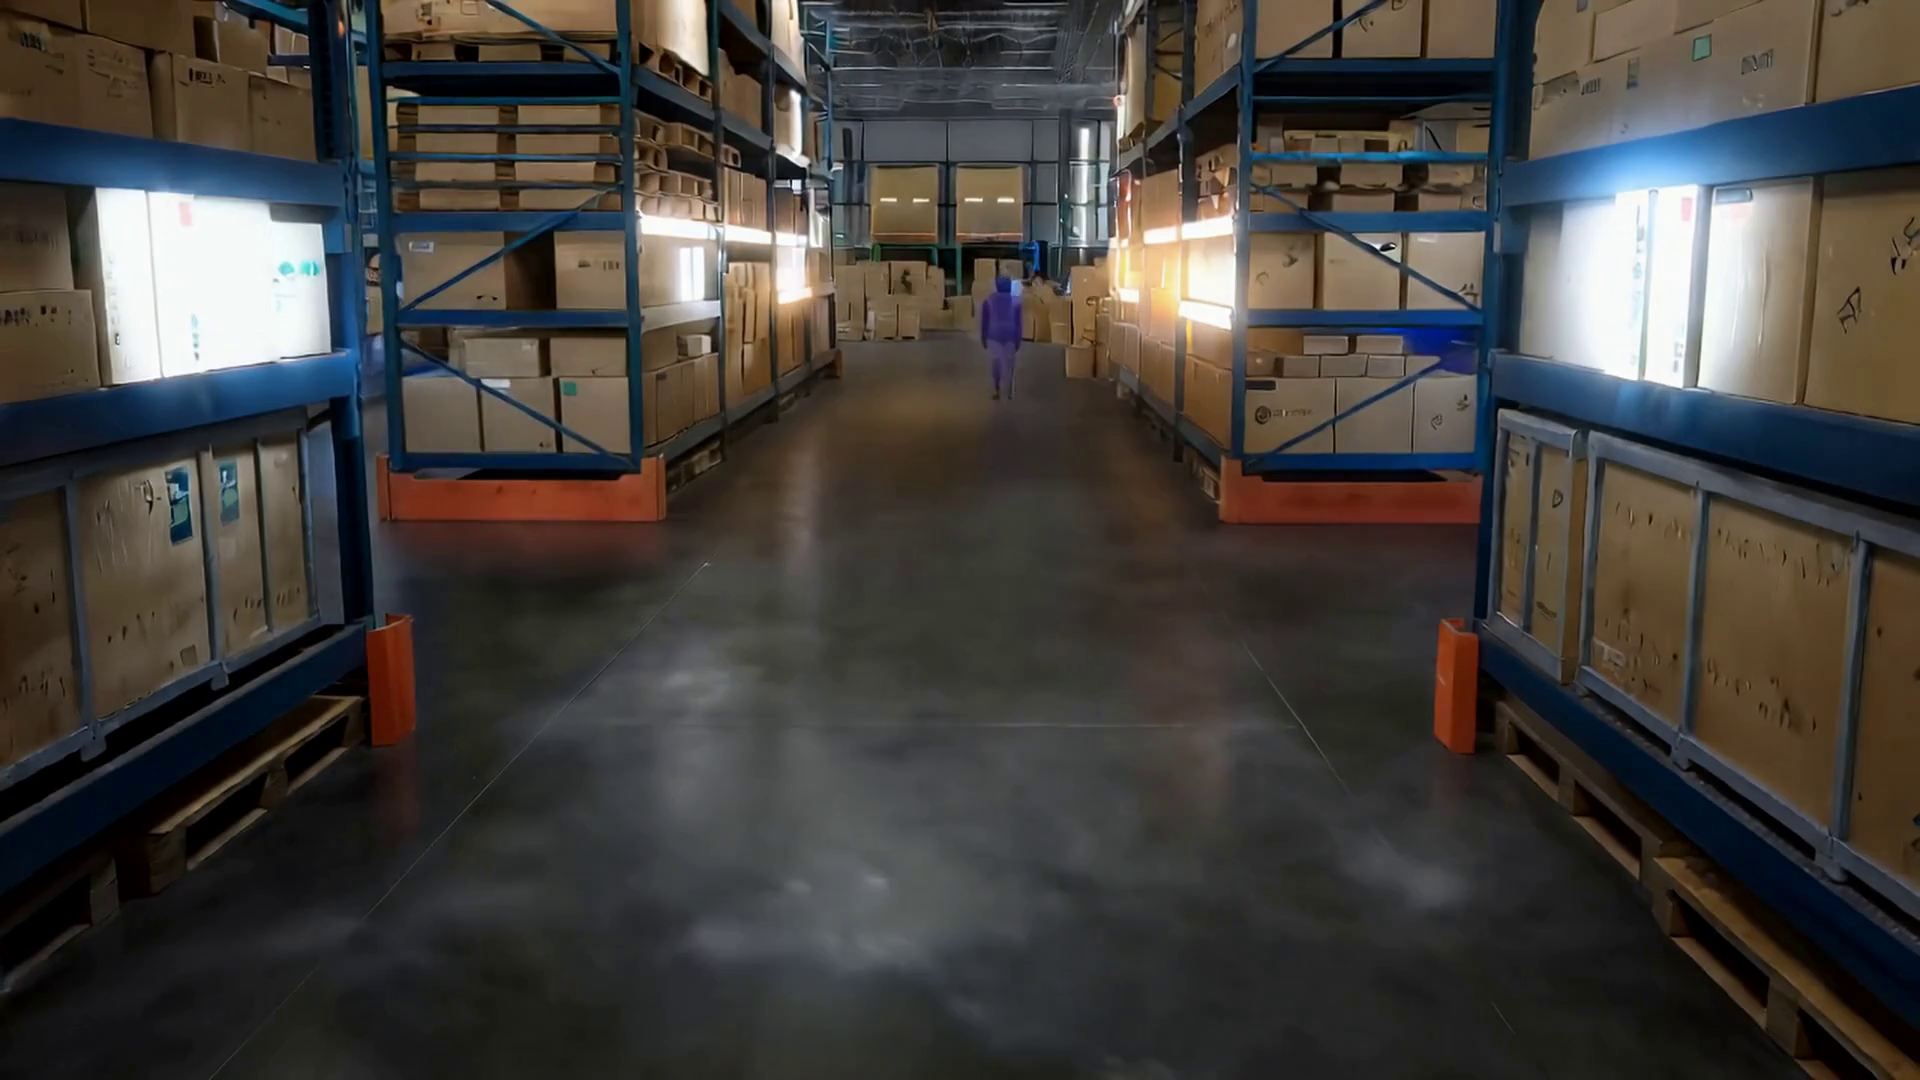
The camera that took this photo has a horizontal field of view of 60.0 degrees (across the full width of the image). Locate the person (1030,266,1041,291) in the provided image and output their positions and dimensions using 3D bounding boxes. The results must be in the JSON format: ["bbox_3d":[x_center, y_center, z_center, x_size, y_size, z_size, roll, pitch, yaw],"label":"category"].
[{"bbox_3d":[2.395,-8.056,54.704,0.816,1.906,0.565,-2,10,-14],"label":"person"}]

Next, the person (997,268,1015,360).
[{"bbox_3d":[0.948,-4.663,34.377,0.373,1.915,0.594,5,11,28],"label":"person"}]

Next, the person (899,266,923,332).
[{"bbox_3d":[-1.419,-6.743,46.884,0.943,1.900,0.639,1,10,7],"label":"person"}]

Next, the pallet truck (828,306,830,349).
[{"bbox_3d":[-3.100,-3.940,29.800,1.885,1.965,0.823,3,10,19],"label":"pallet truck"}]

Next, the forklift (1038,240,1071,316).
[{"bbox_3d":[3.045,-9.439,60.101,1.873,2.768,1.129,1,10,8],"label":"forklift"}]

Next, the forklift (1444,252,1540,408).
[{"bbox_3d":[6.441,-2.771,20.160,1.129,2.768,1.873,0,9,1],"label":"forklift"}]

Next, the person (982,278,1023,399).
[{"bbox_3d":[0.630,-3.015,24.866,0.619,1.802,0.953,0,9,1],"label":"person"}]
